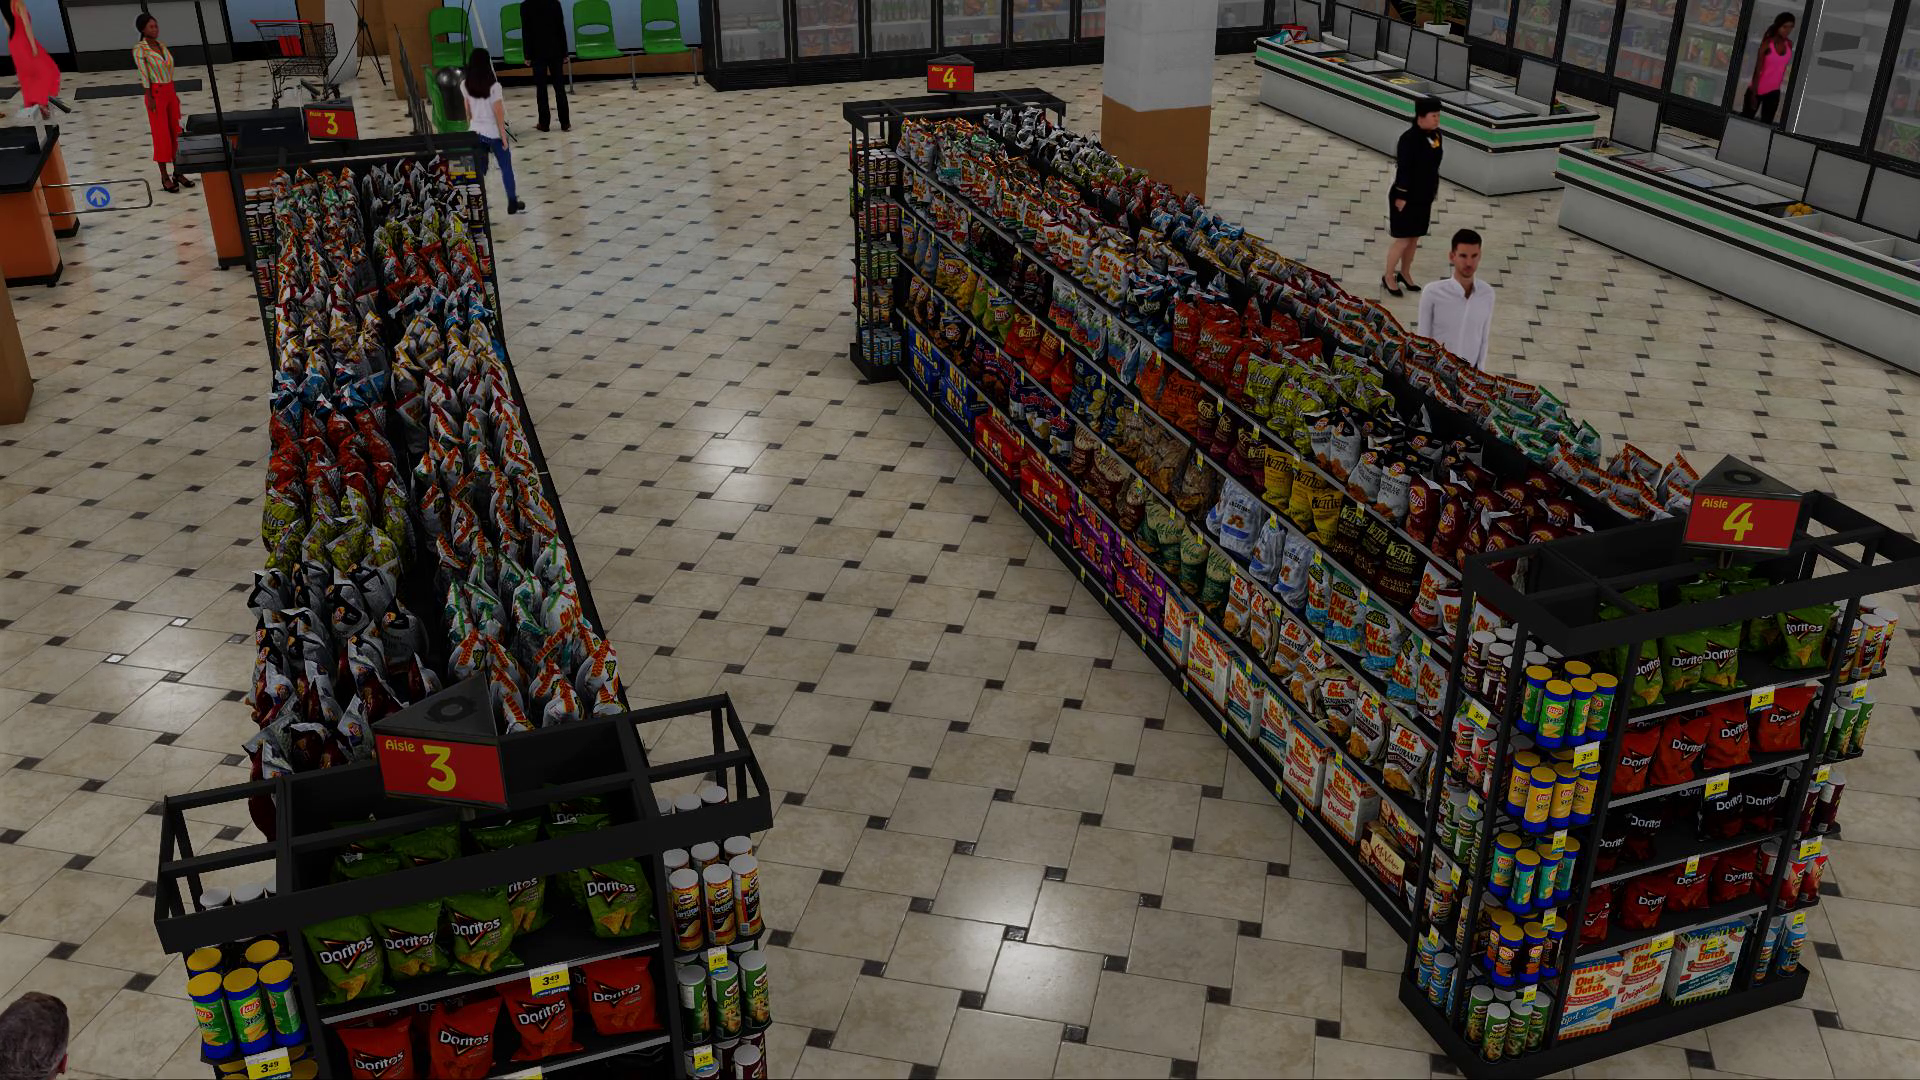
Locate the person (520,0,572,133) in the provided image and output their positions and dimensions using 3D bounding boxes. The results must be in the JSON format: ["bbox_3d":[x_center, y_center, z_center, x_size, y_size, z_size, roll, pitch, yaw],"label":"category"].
[{"bbox_3d":[-4.876,-5.740,19.581,0.667,1.800,0.568,-10,29,-19],"label":"person"}]

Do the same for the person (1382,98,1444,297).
[{"bbox_3d":[3.851,-2.924,14.174,0.787,1.670,0.750,-21,34,-35],"label":"person"}]

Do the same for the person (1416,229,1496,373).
[{"bbox_3d":[2.962,-0.988,10.136,0.683,1.868,0.679,-1,27,-3],"label":"person"}]

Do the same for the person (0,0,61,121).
[{"bbox_3d":[-11.282,-5.862,19.930,0.812,1.703,0.872,14,30,25],"label":"person"}]

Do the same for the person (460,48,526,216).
[{"bbox_3d":[-4.577,-3.794,15.922,1.037,1.639,1.217,6,28,13],"label":"person"}]

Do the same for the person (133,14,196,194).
[{"bbox_3d":[-8.230,-4.509,17.163,0.744,1.792,0.659,8,28,15],"label":"person"}]

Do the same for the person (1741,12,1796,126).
[{"bbox_3d":[8.592,-4.797,17.866,0.812,1.669,1.198,0,27,0],"label":"person"}]
